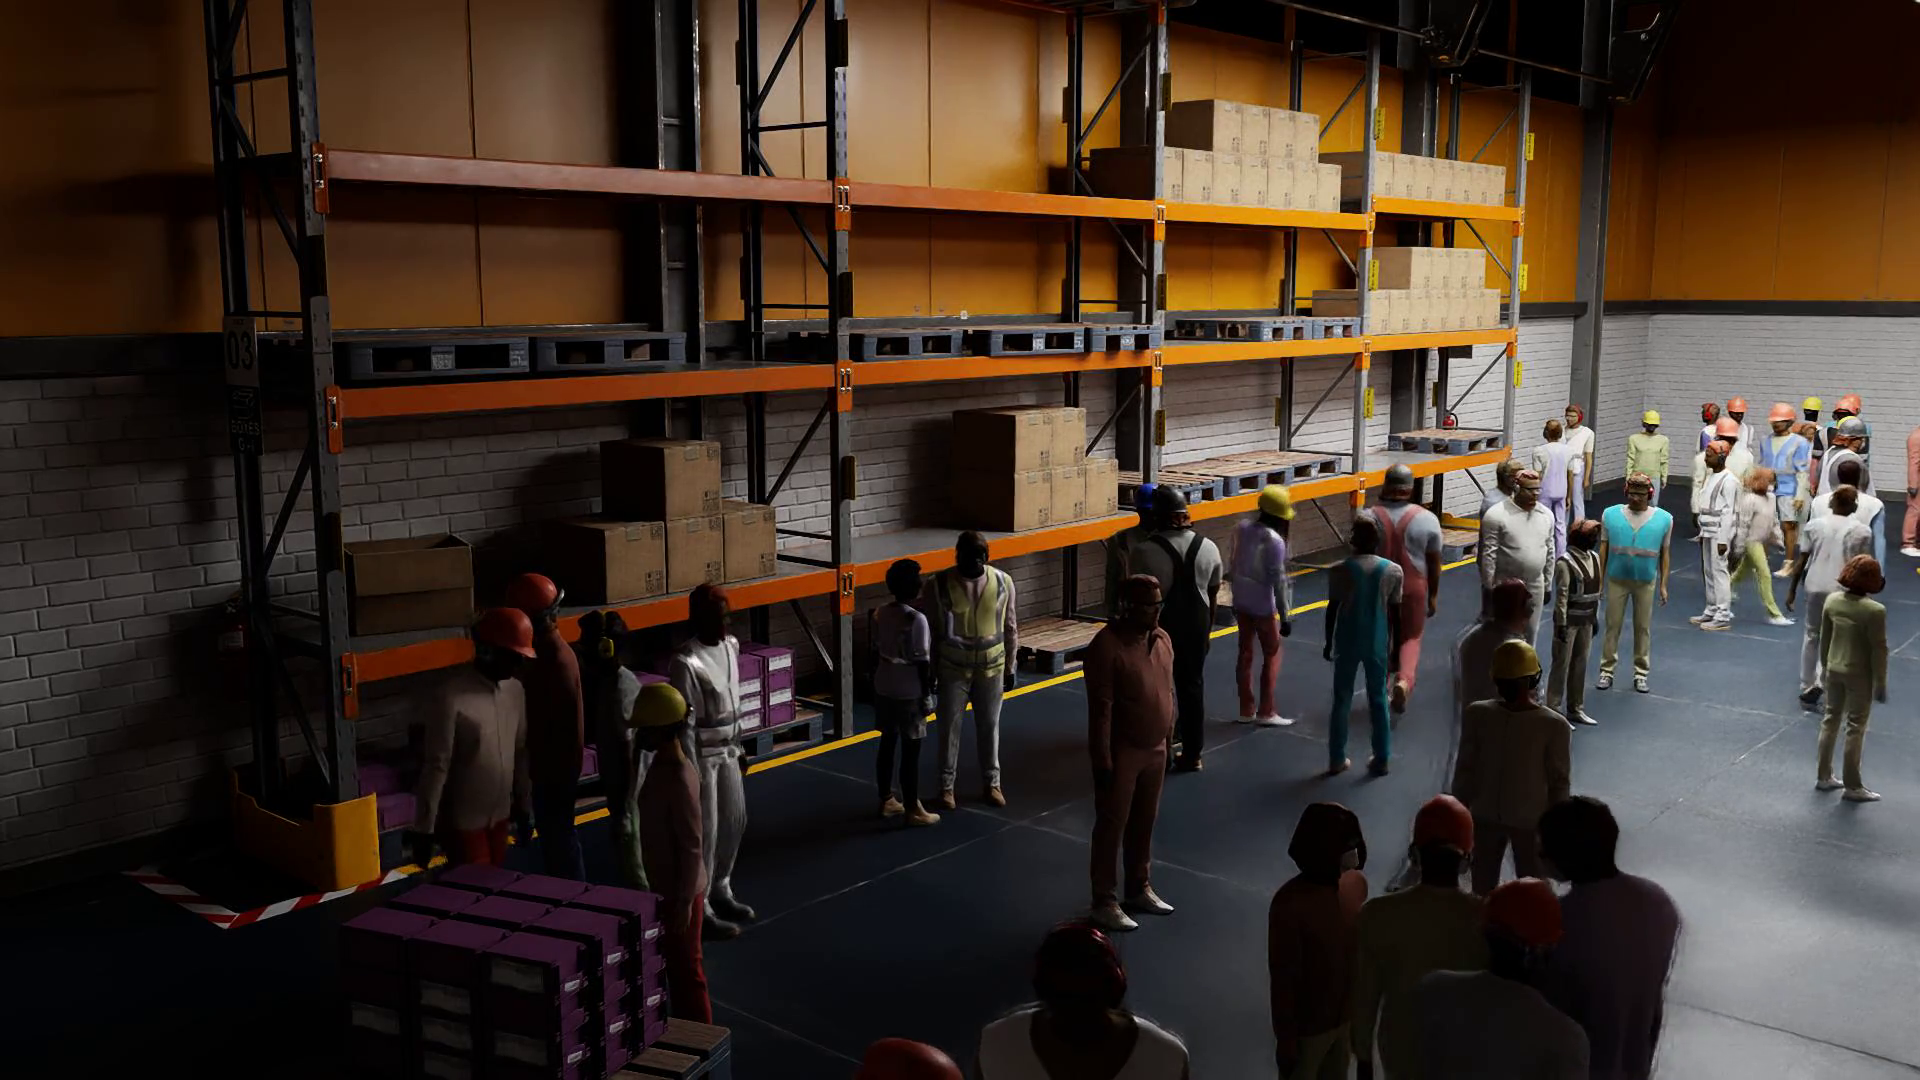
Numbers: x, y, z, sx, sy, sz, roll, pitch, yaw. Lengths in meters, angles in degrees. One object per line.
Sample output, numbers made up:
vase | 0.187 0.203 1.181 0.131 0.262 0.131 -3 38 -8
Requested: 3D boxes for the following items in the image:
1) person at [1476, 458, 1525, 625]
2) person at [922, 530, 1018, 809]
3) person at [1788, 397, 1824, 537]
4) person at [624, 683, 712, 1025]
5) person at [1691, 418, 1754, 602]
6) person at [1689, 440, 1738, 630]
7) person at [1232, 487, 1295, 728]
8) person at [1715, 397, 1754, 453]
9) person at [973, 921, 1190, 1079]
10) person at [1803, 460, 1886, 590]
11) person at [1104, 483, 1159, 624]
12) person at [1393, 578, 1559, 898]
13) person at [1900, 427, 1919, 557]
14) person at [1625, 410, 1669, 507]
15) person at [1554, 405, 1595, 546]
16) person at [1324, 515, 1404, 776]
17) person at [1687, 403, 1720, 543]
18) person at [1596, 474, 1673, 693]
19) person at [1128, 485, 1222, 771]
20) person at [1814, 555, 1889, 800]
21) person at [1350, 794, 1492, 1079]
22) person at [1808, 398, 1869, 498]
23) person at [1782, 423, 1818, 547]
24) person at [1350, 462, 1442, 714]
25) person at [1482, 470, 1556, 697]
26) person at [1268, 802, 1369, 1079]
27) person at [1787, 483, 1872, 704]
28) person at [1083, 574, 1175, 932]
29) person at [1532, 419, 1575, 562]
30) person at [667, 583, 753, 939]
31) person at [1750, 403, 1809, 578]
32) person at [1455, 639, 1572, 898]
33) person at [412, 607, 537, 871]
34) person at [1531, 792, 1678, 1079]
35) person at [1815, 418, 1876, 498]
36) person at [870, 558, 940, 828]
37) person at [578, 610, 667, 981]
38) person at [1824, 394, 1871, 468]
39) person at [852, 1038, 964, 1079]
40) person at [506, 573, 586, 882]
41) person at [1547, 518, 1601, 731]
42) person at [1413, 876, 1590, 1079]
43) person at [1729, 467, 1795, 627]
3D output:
person | 4.657 0.250 14.347 0.377 1.932 0.636 6 11 35
person | 0.068 0.841 10.840 0.629 1.837 0.430 -2 9 -10
person | 11.118 -0.918 21.859 0.384 1.925 0.593 -7 11 -38
person | -1.233 1.466 7.014 0.318 1.766 0.535 -4 10 -22
person | 8.158 -0.307 17.755 0.659 1.972 0.706 2 9 10
person | 7.469 -0.053 16.441 0.338 1.877 0.573 1 9 6
person | 2.292 0.514 12.809 0.366 1.879 0.621 -5 10 -31
person | 10.060 -0.892 21.658 0.551 1.936 0.357 -1 9 -6
person | 0.313 1.844 4.407 0.566 1.822 0.528 1 9 6
person | 7.826 0.231 14.743 0.638 1.855 1.050 7 11 38
person | 1.373 0.547 12.336 0.614 1.950 0.375 0 9 -3
person | 2.845 1.125 8.961 0.975 1.863 0.646 -2 9 -11
person | 12.097 -0.733 20.792 0.650 1.899 0.398 -5 10 -27
person | 8.998 -0.821 21.793 0.528 1.761 0.343 3 9 16
person | 8.010 -0.851 21.733 0.395 1.836 0.560 -5 10 -30
person | 2.786 0.736 11.505 0.511 1.835 0.401 1 9 3
person | 9.855 -0.876 21.854 0.375 1.843 0.575 8 12 44
person | 5.635 0.356 13.935 0.563 1.837 0.389 4 10 22
person | 1.447 0.616 11.605 0.681 2.000 0.535 -3 9 -17
person | 5.935 0.909 11.060 0.268 1.635 0.527 -3 9 -16
person | 1.597 1.705 5.561 0.587 1.732 0.676 4 10 22
person | 10.595 -0.691 20.078 0.612 2.031 0.403 5 10 28
person | 10.852 -0.695 21.402 0.531 1.624 0.373 -1 9 -5
person | 3.418 0.383 13.105 0.696 2.000 0.737 3 9 18
person | 4.610 0.364 13.704 0.646 1.900 0.400 -2 9 -10
person | 1.268 1.711 5.843 0.500 1.636 0.282 -8 12 -42
person | 6.998 0.449 13.453 0.578 1.811 0.736 7 11 37
person | 0.936 1.117 8.854 0.636 1.899 0.400 -8 12 -42
person | 6.861 -0.485 19.331 0.507 1.847 0.345 -1 9 -5
person | -1.293 1.146 8.740 0.395 1.877 0.600 4 10 22
person | 9.481 -0.567 19.271 0.408 2.031 0.620 -6 10 -32
person | 2.592 1.333 7.861 0.533 1.768 0.311 7 11 36
person | -2.184 1.278 7.610 0.468 1.953 0.687 4 10 22
person | 1.917 1.690 5.187 0.687 1.894 0.726 -5 10 -27
person | 9.189 -0.257 17.234 0.535 2.000 0.684 0 9 1
person | -0.358 0.959 10.494 0.322 1.697 0.530 -7 11 -38
person | -1.652 1.252 8.130 0.368 1.856 0.533 -3 9 -18
person | 11.384 -0.880 21.398 0.611 1.996 0.379 1 9 5
person | -0.141 1.945 3.502 0.884 1.890 0.559 4 10 26
person | -2.091 1.142 8.393 0.393 1.985 0.611 -4 10 -24
person | 4.726 0.639 12.774 0.517 1.632 0.314 -6 11 -35
person | 1.636 1.814 4.937 0.567 1.713 0.858 9 12 44
person | 8.009 0.048 16.754 0.511 1.589 0.867 -8 12 -41
